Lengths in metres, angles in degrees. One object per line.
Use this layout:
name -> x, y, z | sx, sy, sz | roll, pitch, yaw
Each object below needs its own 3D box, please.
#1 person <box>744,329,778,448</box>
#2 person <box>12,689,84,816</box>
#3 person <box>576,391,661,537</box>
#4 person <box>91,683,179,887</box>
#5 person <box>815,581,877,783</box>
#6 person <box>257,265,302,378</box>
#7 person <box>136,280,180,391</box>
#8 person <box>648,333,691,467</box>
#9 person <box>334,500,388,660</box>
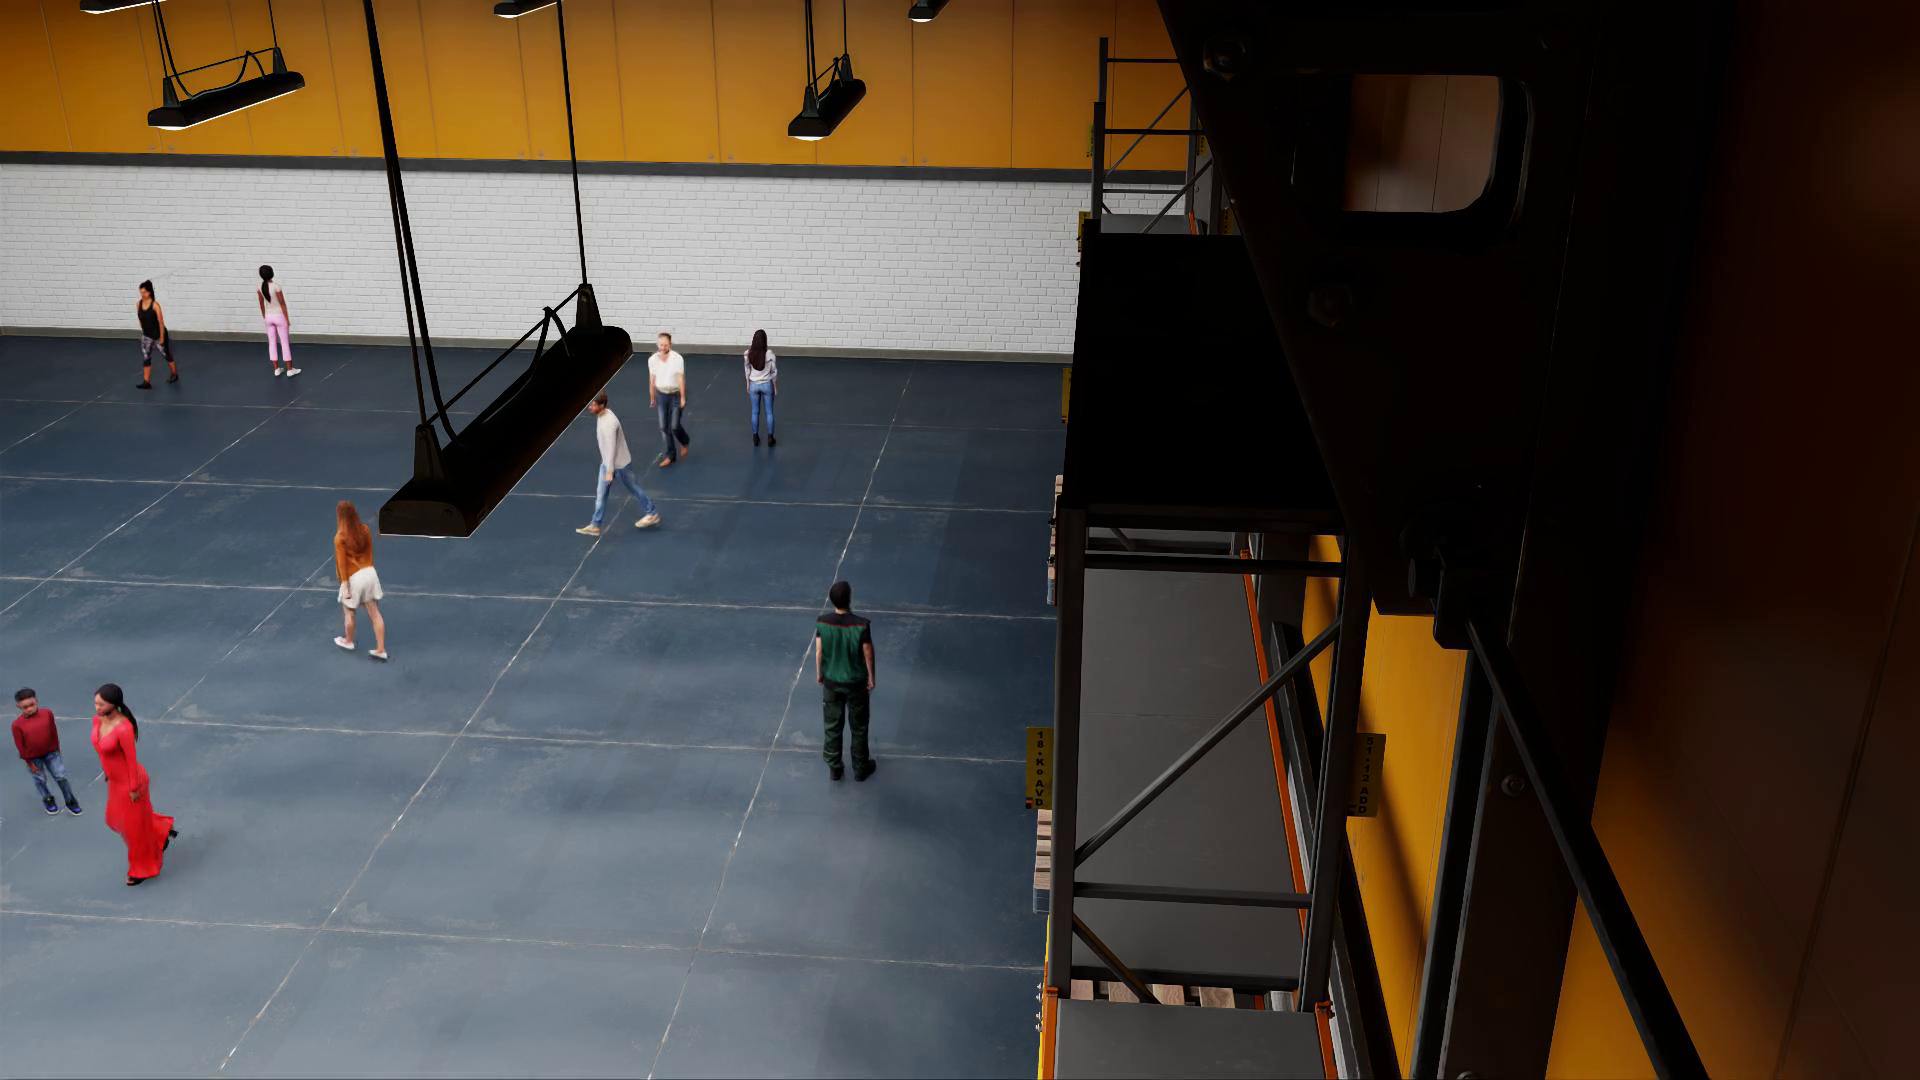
person -> -2.715, -2.080, 22.729 | 0.596, 1.629, 0.518 | 1, 24, 2
person -> -7.957, 1.805, 14.328 | 0.705, 1.239, 0.758 | -21, 31, -39
person -> -4.007, -0.915, 19.827 | 1.221, 1.819, 1.286 | -11, 26, -24
person -> -6.643, 1.926, 13.388 | 0.801, 1.771, 0.887 | 14, 27, 30
person -> -1.021, 1.249, 14.778 | 0.693, 1.899, 0.578 | 4, 24, 8
person -> -10.527, -3.382, 25.568 | 0.604, 1.740, 0.547 | 5, 24, 12
person -> -12.077, -3.103, 25.072 | 0.666, 1.627, 1.071 | 5, 24, 11
person -> -3.801, -1.911, 22.089 | 0.783, 1.832, 0.871 | 7, 25, 16
person -> -6.043, 0.440, 16.887 | 0.966, 1.691, 0.991 | 16, 28, 32
